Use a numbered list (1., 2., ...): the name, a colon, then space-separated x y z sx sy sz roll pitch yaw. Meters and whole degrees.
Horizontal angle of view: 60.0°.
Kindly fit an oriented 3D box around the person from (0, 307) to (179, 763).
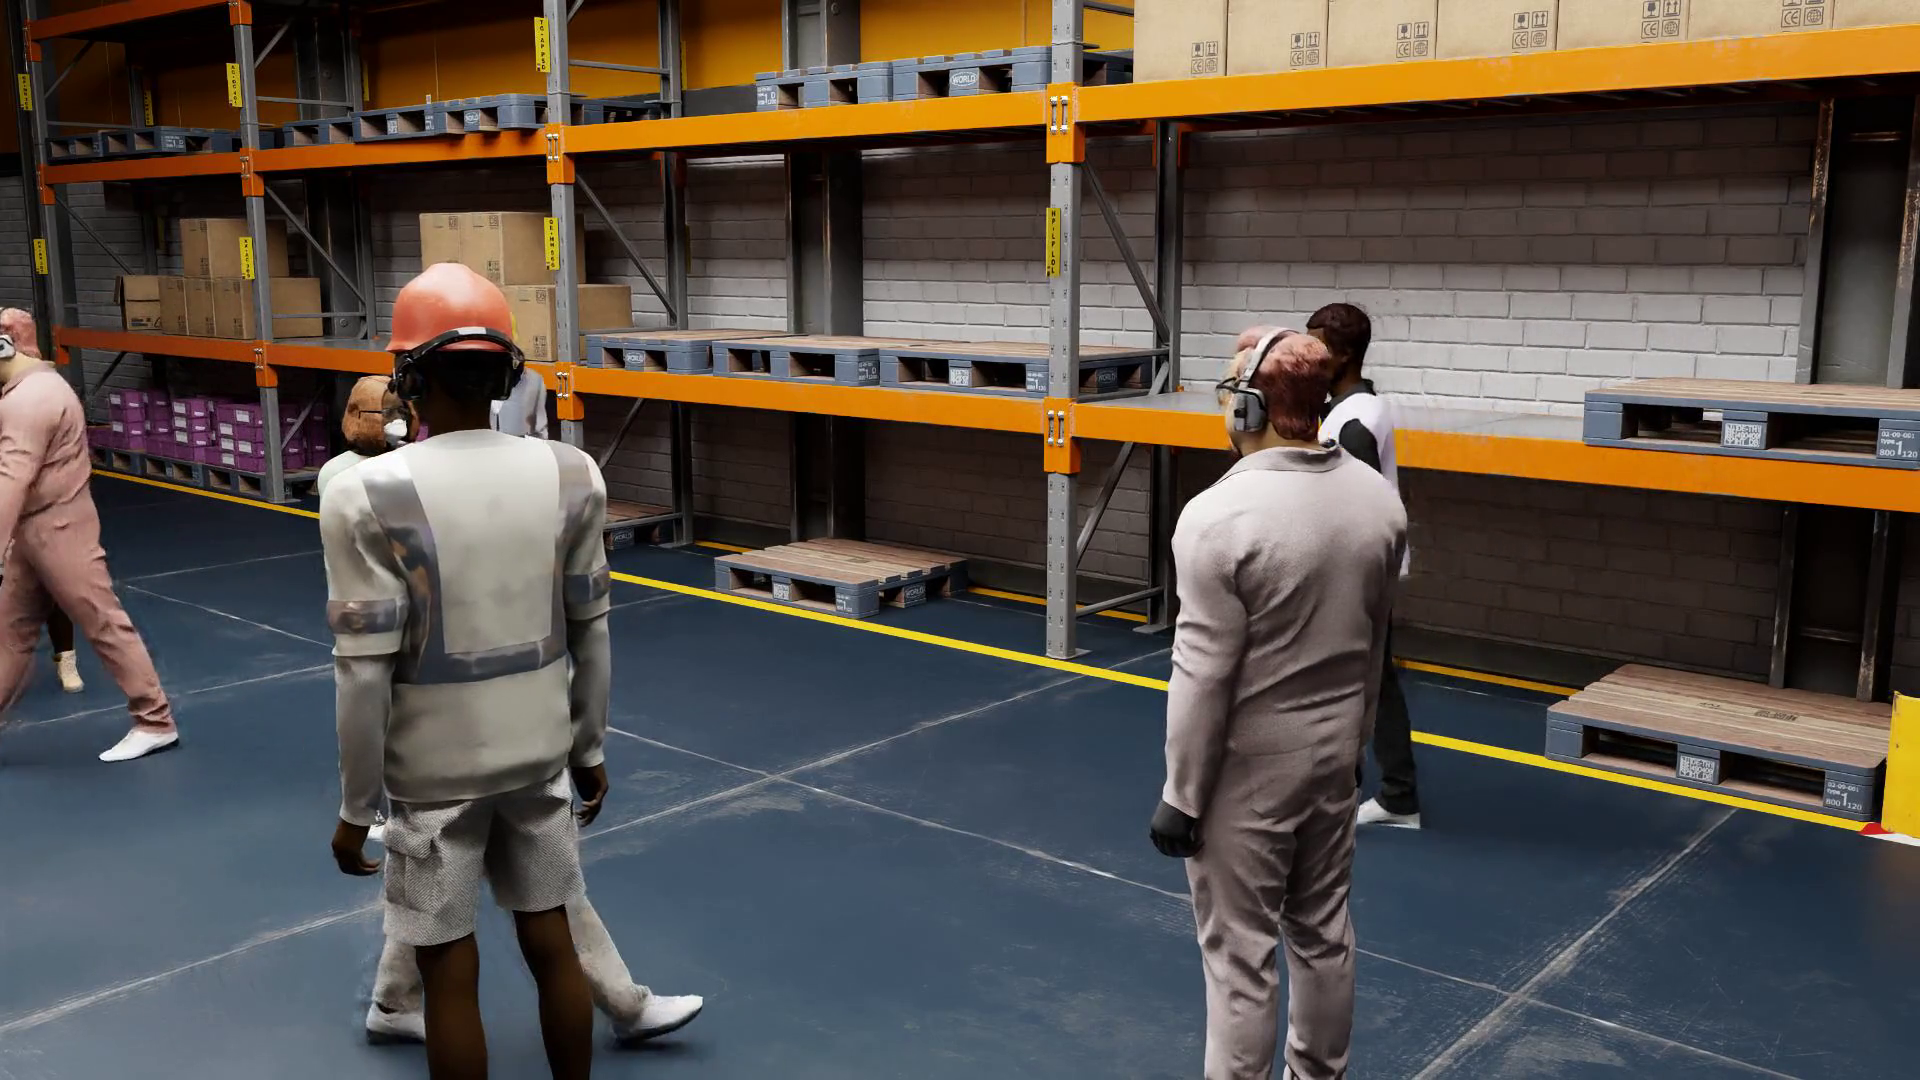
1. person: -3.695 0.008 6.607 1.022 1.833 0.653 -6 11 -30

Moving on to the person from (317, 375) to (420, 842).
1. person: -2.034 0.231 5.920 0.279 1.634 0.498 5 11 25

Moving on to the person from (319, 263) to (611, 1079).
1. person: -1.024 0.454 3.487 0.616 2.041 0.378 -9 14 -43

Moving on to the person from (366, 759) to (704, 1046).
1. person: -1.141 0.548 4.247 0.903 1.578 0.524 -1 10 -5

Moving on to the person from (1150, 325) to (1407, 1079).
1. person: 0.671 0.486 3.687 0.643 1.912 0.410 -8 13 -38

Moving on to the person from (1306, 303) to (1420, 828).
1. person: 1.255 0.112 5.913 0.902 1.881 0.594 3 10 16

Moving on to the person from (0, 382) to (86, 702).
1. person: -4.307 -0.106 7.663 0.537 1.695 0.320 -6 12 -32

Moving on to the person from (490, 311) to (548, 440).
1. person: -2.442 -0.331 8.700 0.596 1.793 0.918 -4 11 -22
